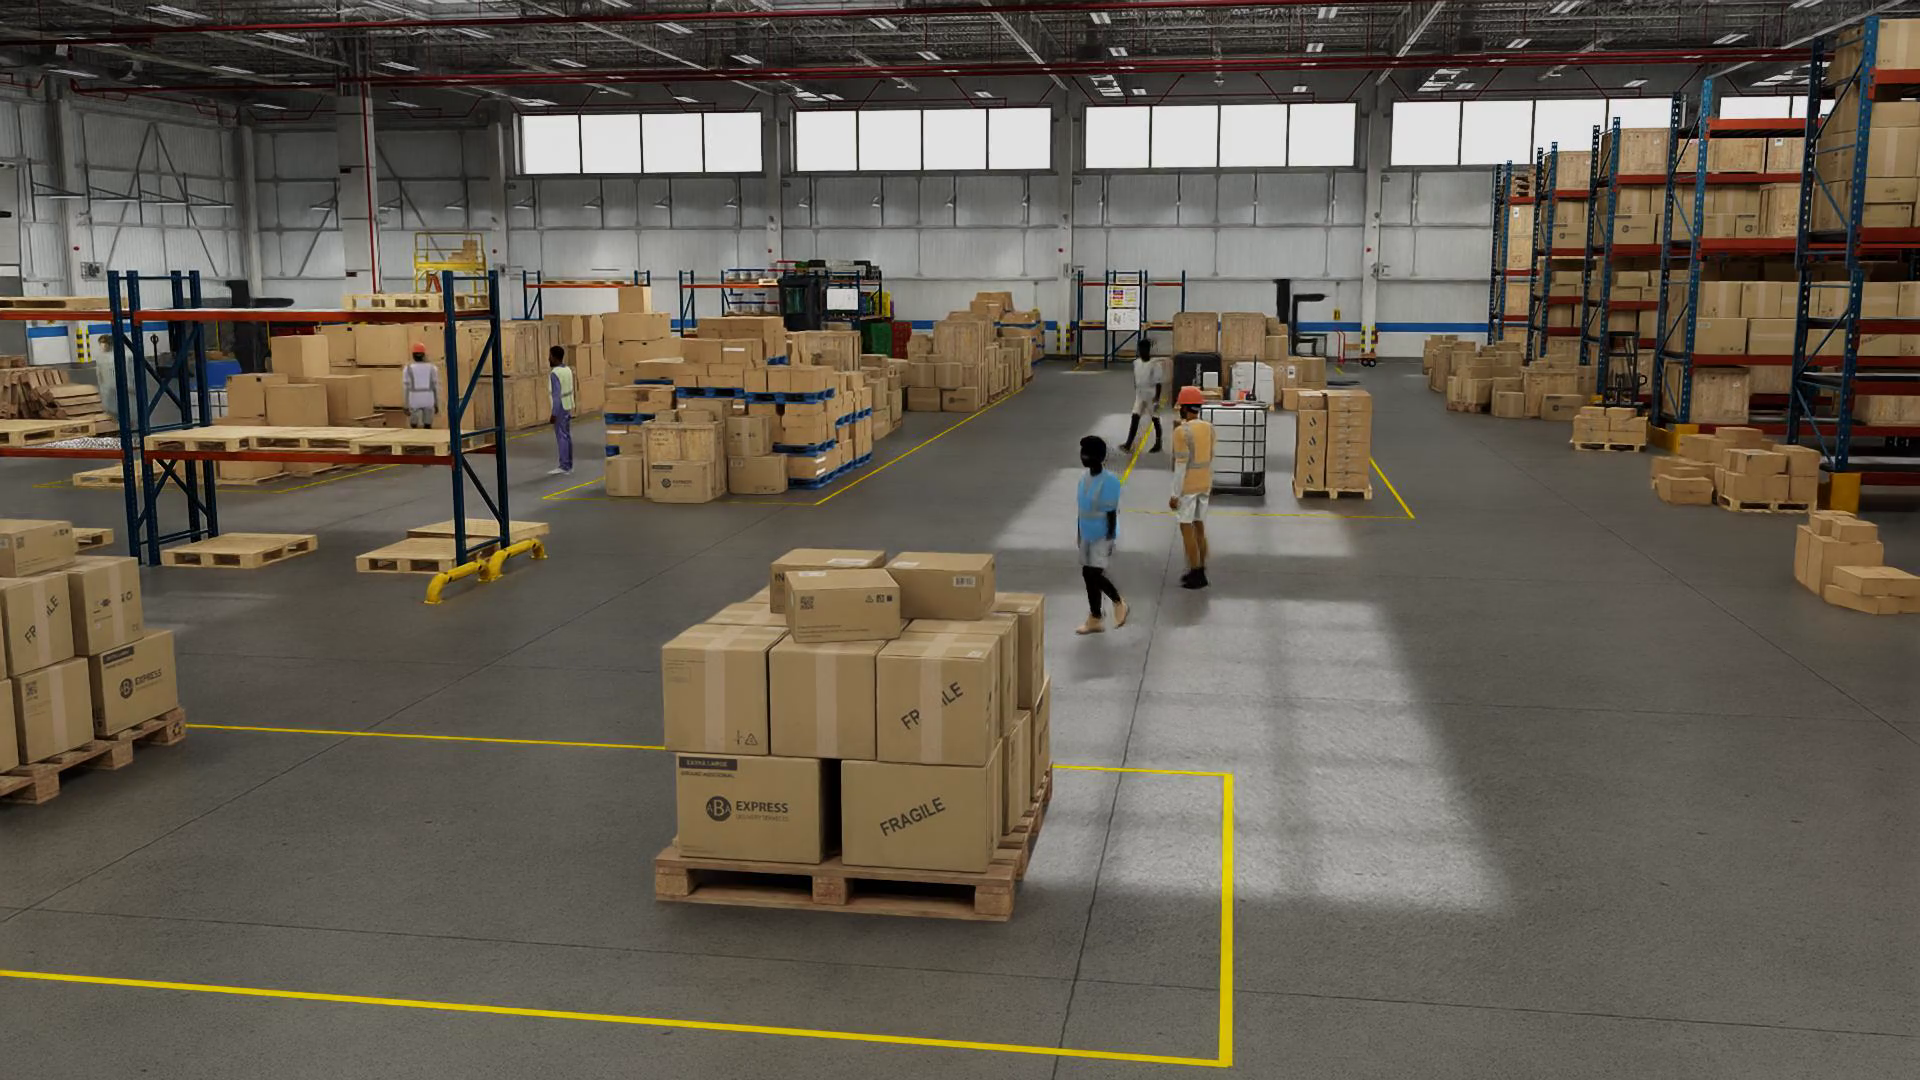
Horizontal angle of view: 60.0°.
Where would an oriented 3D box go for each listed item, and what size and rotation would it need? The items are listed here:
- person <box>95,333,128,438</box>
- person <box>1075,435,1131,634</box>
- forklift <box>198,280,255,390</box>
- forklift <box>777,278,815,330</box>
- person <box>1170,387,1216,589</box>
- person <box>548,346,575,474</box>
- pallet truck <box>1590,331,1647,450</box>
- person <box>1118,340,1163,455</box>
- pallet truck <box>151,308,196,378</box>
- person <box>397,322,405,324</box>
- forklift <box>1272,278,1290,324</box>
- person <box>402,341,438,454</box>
[{"bbox_3d":[-15.056,-2.708,29.557,0.642,1.919,0.416,1,9,8],"label":"person"},{"bbox_3d":[1.142,-0.034,13.796,0.400,1.681,0.550,-5,11,-29],"label":"person"},{"bbox_3d":[-15.465,-4.206,35.856,1.873,2.768,1.129,-5,10,-26],"label":"forklift"},{"bbox_3d":[-4.169,-5.272,42.430,1.129,2.768,1.873,3,10,15],"label":"forklift"},{"bbox_3d":[2.252,-0.481,15.894,0.580,1.935,0.586,-8,12,-42],"label":"person"},{"bbox_3d":[-5.952,-1.935,24.804,0.391,1.920,0.593,1,9,3],"label":"person"},{"bbox_3d":[11.253,-2.573,28.499,0.823,1.965,1.885,5,10,27],"label":"pallet truck"},{"bbox_3d":[3.049,-2.338,27.348,0.626,1.889,1.106,8,12,40],"label":"person"},{"bbox_3d":[-21.869,-5.598,47.154,0.823,1.965,1.885,4,10,26],"label":"pallet truck"},{"bbox_3d":[-15.252,-5.266,45.454,0.338,1.882,0.582,1,9,7],"label":"person"},{"bbox_3d":[8.327,-5.389,43.148,1.873,2.768,1.129,1,9,9],"label":"forklift"},{"bbox_3d":[-8.501,-2.165,26.238,0.550,1.924,0.422,-4,10,-26],"label":"person"}]
